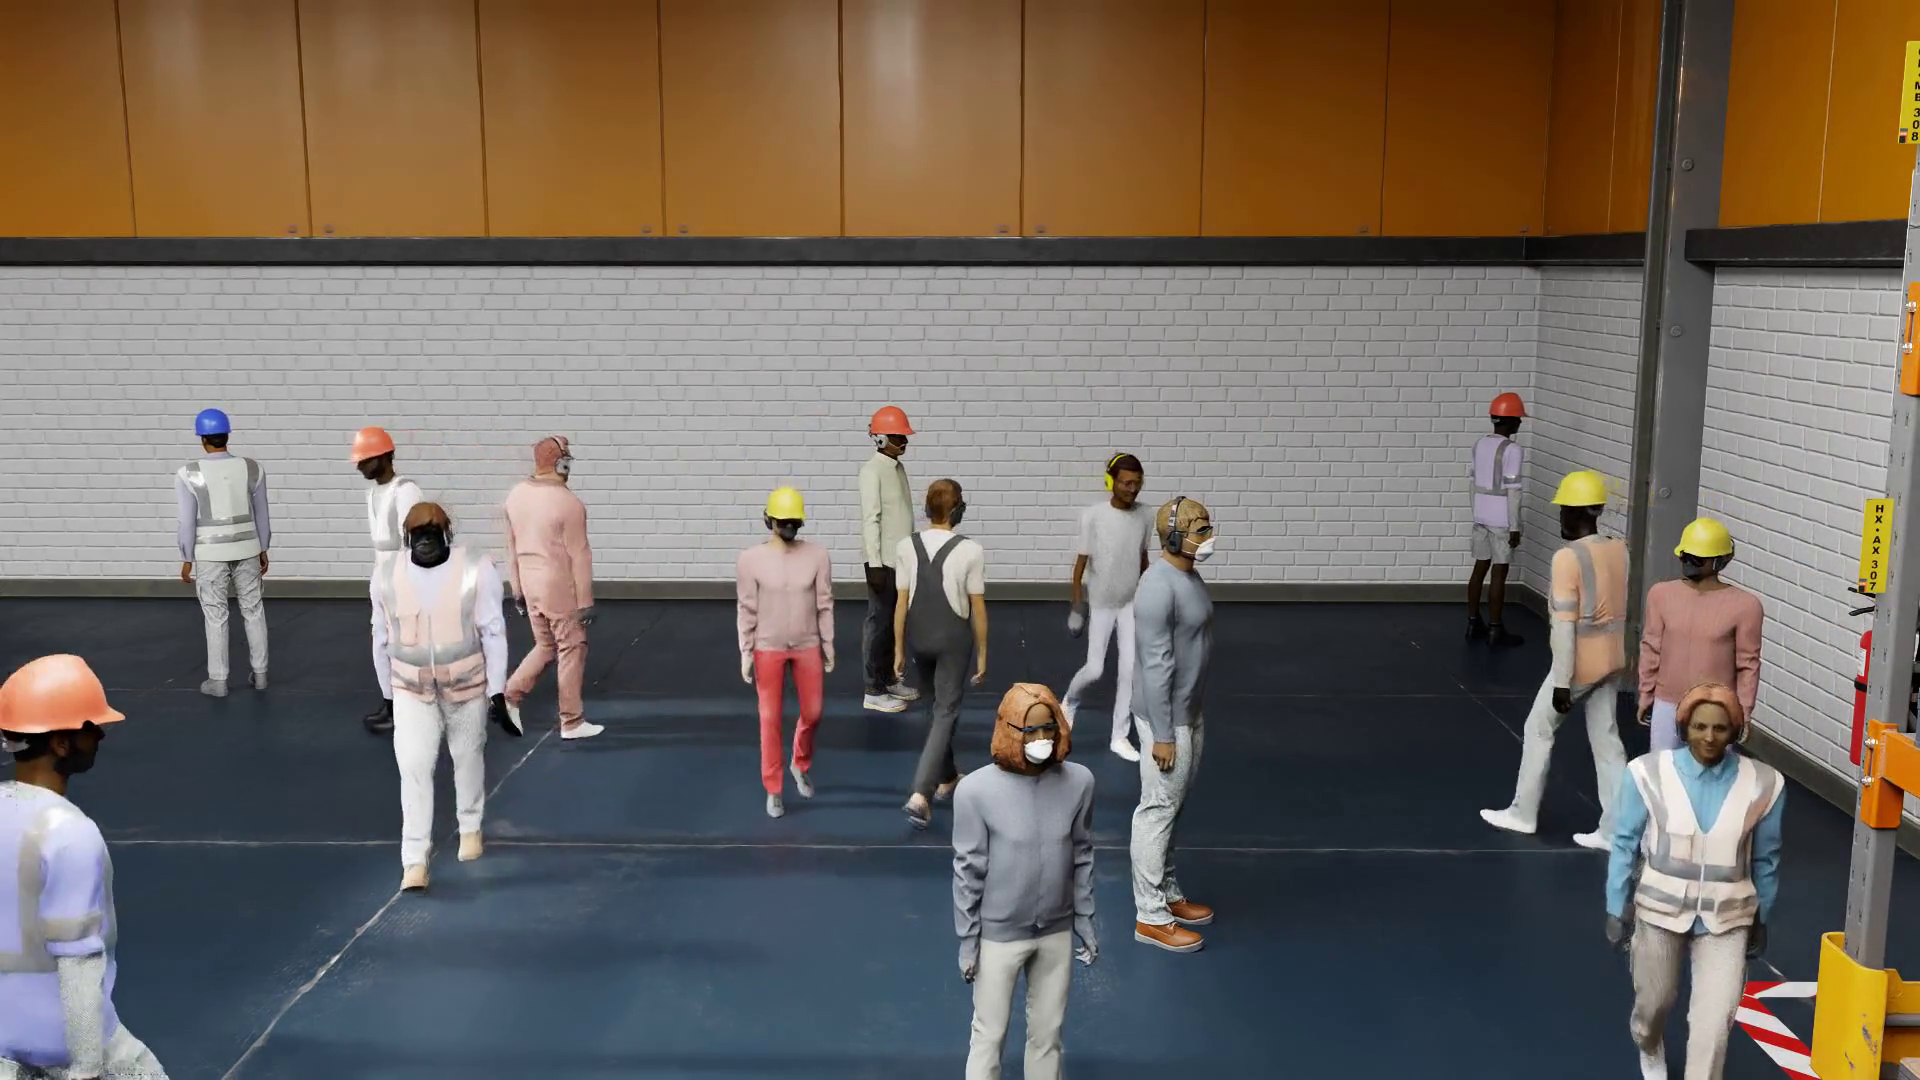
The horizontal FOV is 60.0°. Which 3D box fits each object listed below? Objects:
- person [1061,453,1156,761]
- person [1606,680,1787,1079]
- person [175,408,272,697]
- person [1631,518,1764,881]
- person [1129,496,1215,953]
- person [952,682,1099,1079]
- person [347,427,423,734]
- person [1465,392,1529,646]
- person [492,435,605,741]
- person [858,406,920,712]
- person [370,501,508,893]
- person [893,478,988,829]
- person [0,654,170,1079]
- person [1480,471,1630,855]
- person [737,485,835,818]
[{"bbox_3d":[0.858,0.369,9.915,0.533,1.837,0.678,-4,10,-24],"label":"person"},{"bbox_3d":[2.407,1.213,5.507,0.525,1.607,0.777,3,10,18],"label":"person"},{"bbox_3d":[-4.968,0.083,11.253,0.601,1.948,0.387,-9,13,-42],"label":"person"},{"bbox_3d":[3.410,0.765,7.719,0.526,1.765,0.329,7,12,38],"label":"person"},{"bbox_3d":[0.925,0.771,7.162,0.372,1.940,0.627,3,10,19],"label":"person"},{"bbox_3d":[0.208,1.244,5.238,0.499,1.633,0.285,-5,11,-26],"label":"person"},{"bbox_3d":[-3.567,0.245,10.405,0.588,1.906,0.468,9,13,44],"label":"person"},{"bbox_3d":[4.135,-0.164,12.761,0.379,1.937,0.548,-3,10,-17],"label":"person"},{"bbox_3d":[-2.484,0.314,10.043,0.650,1.889,0.603,7,12,37],"label":"person"},{"bbox_3d":[-0.461,0.115,10.916,0.374,1.993,0.623,3,10,15],"label":"person"},{"bbox_3d":[-2.457,0.724,7.852,0.642,1.802,0.927,-2,10,-10],"label":"person"},{"bbox_3d":[-0.122,0.578,8.752,0.510,1.809,0.937,4,10,22],"label":"person"},{"bbox_3d":[-2.318,1.238,4.458,0.546,1.914,0.722,5,11,29],"label":"person"},{"bbox_3d":[3.035,0.598,8.330,0.614,1.889,0.855,-7,12,-36],"label":"person"},{"bbox_3d":[-0.931,0.573,8.896,0.535,1.767,0.441,-3,10,-18],"label":"person"}]
